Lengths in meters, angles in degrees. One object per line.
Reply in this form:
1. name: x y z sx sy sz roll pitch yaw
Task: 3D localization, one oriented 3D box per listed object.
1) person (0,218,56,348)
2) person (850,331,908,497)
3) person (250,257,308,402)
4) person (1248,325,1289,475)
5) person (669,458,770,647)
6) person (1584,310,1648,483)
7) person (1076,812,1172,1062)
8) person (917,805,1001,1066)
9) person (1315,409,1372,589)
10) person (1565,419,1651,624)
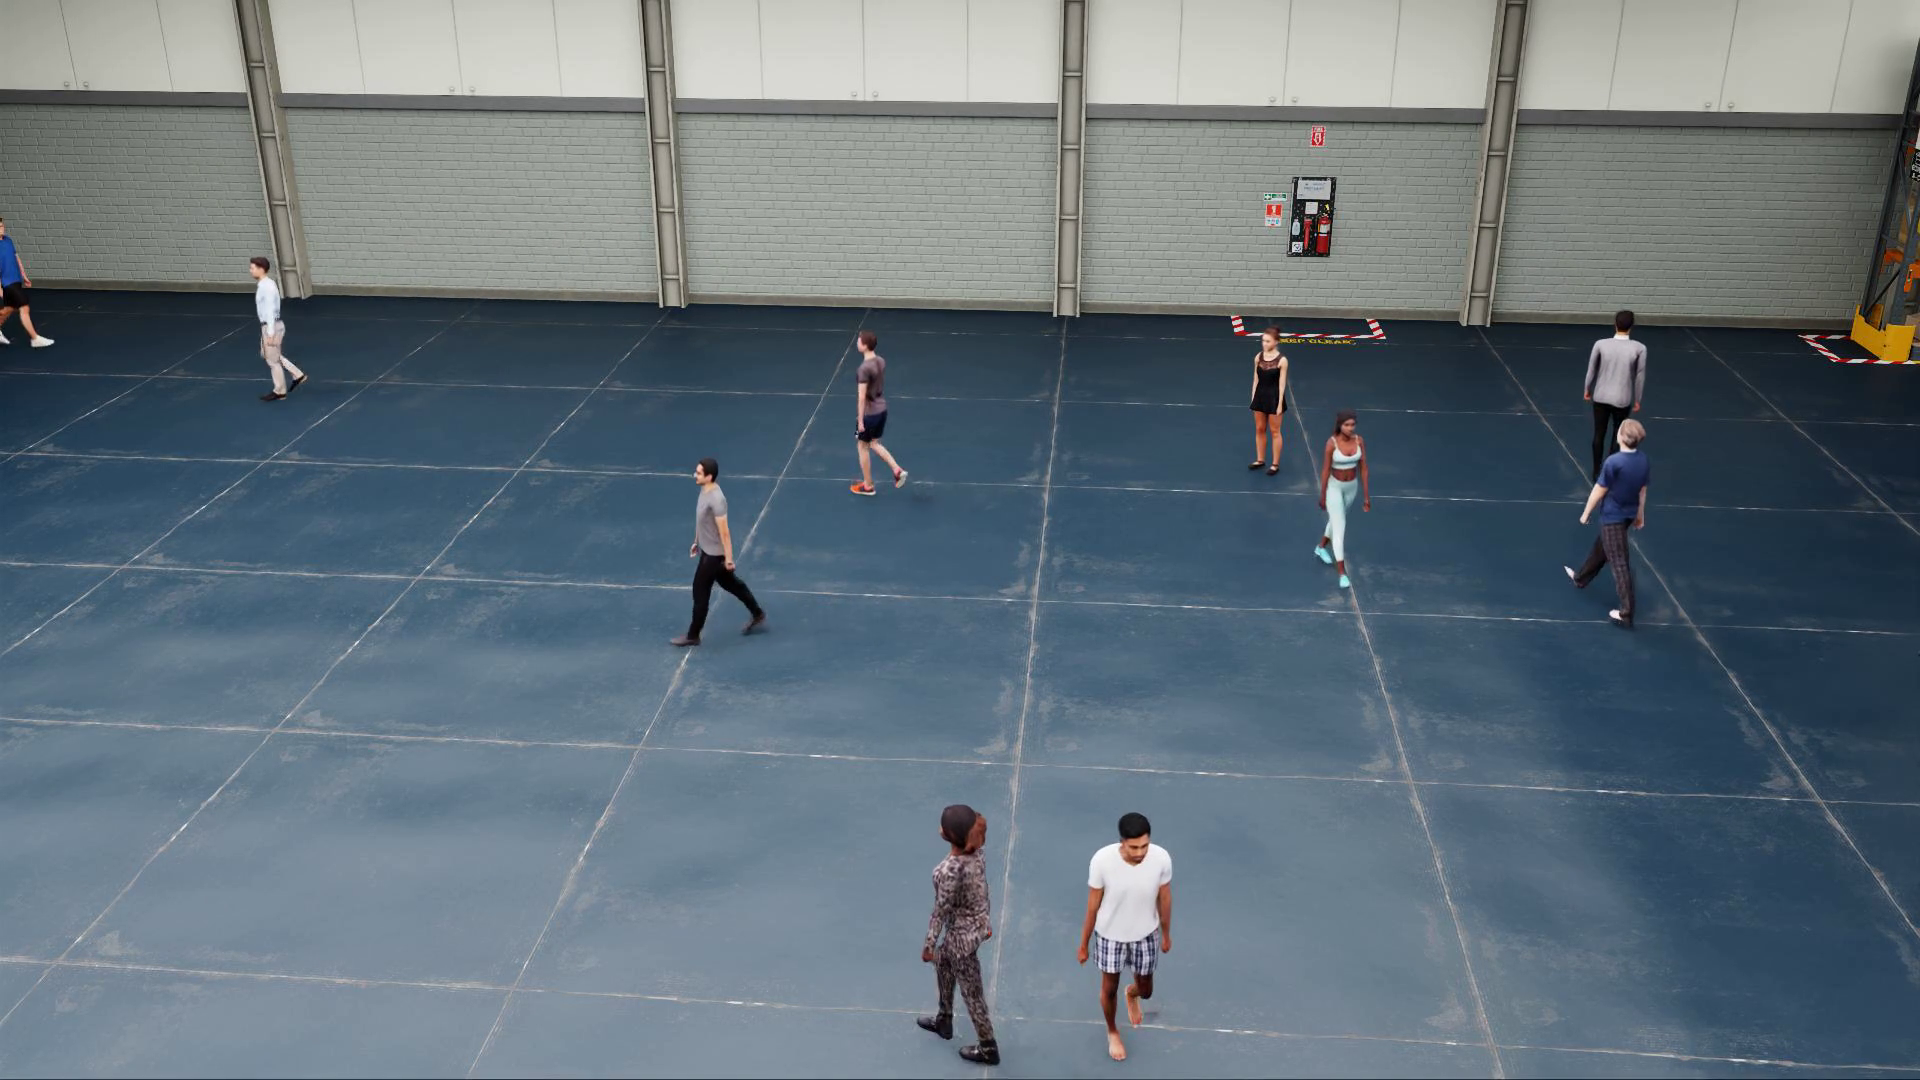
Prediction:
1. person: -13.251 -3.570 23.042 1.239 1.835 0.753 -1 23 -3
2. person: -0.875 -1.330 17.774 0.997 1.835 0.851 11 25 24
3. person: -8.546 -2.637 20.858 0.973 1.828 0.873 -11 25 -24
4. person: 3.451 -1.570 18.538 0.672 1.679 0.748 20 30 39
5. person: -2.066 0.083 14.586 1.236 1.730 0.915 -7 24 -17
6. person: 7.129 -1.540 18.179 0.970 1.906 0.984 9 25 21
7. person: 0.954 2.225 9.600 0.773 1.691 0.831 -1 23 -2
8. person: 0.105 2.282 9.462 0.914 1.694 0.777 11 25 24
9. person: 3.624 -0.458 15.923 1.131 1.680 0.873 -5 23 -11
10. person: 5.989 -0.132 14.990 1.262 1.810 1.162 -11 25 -24
